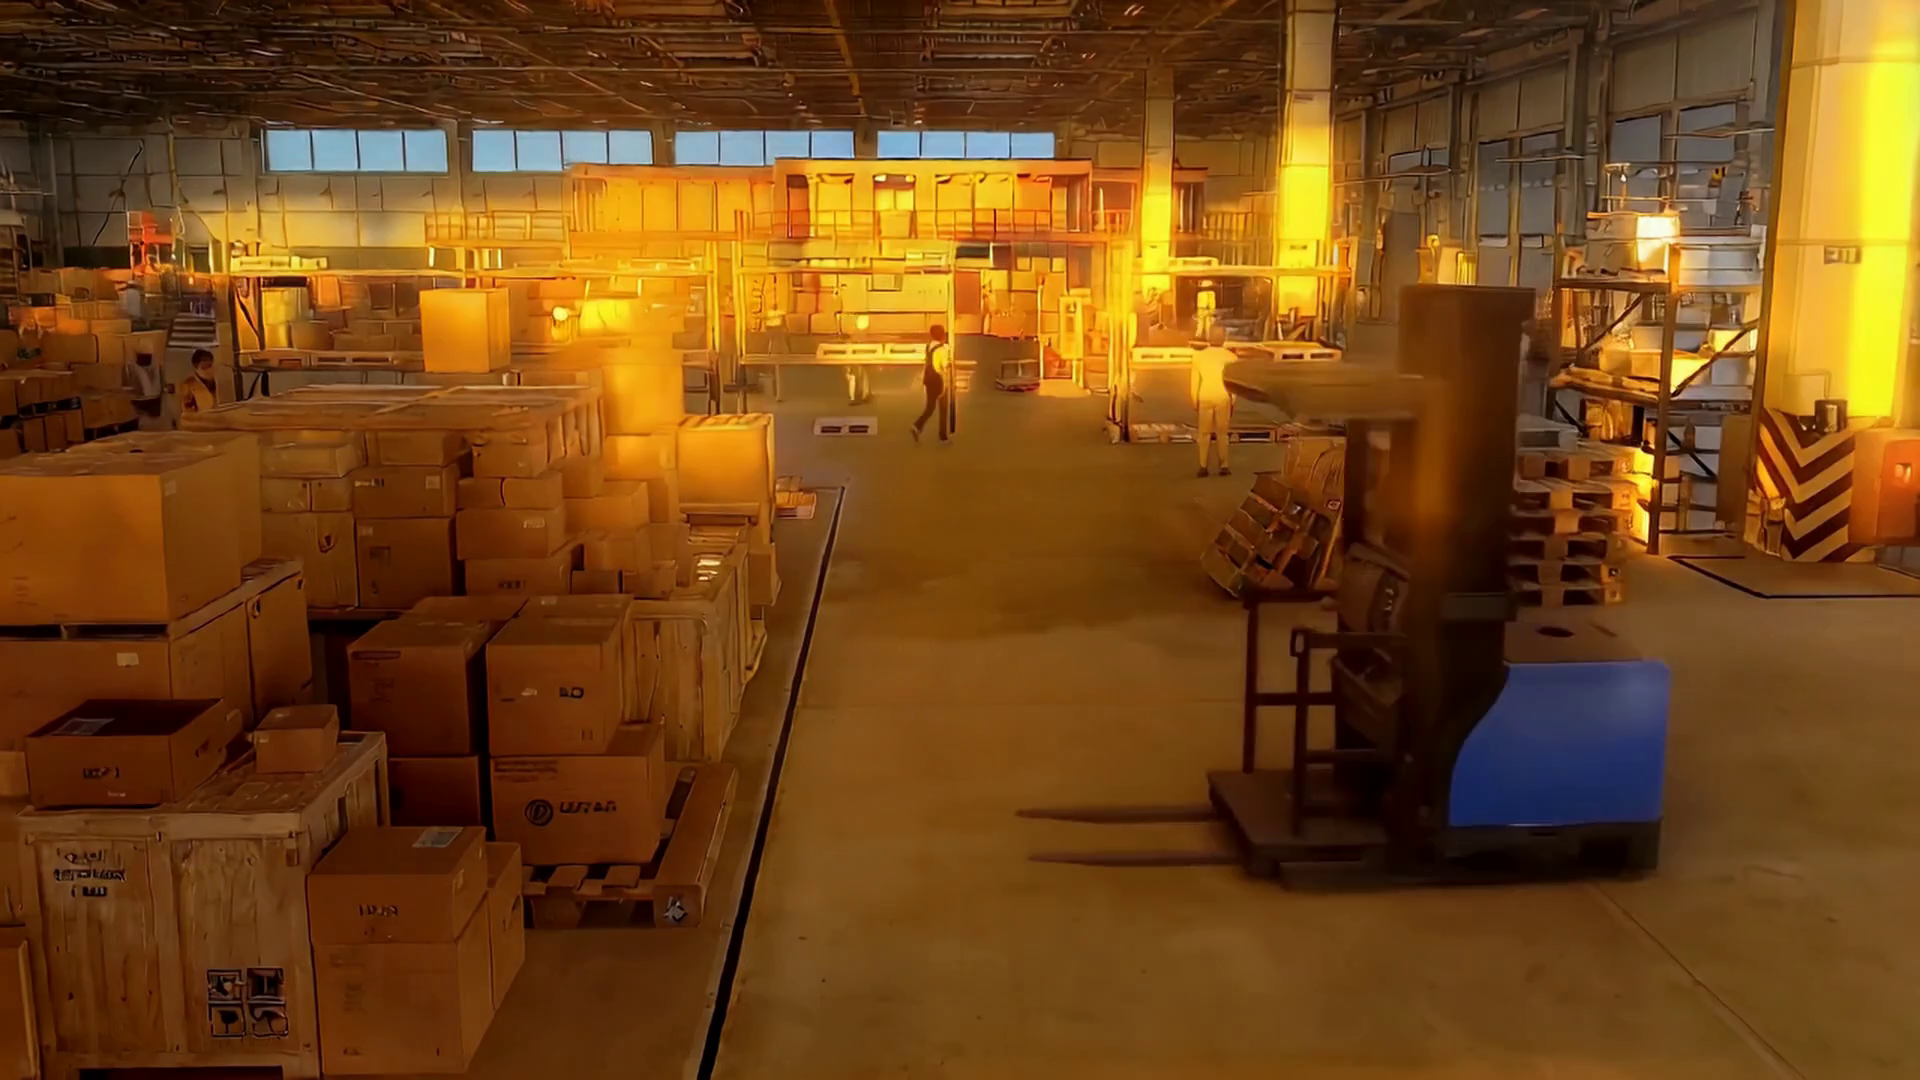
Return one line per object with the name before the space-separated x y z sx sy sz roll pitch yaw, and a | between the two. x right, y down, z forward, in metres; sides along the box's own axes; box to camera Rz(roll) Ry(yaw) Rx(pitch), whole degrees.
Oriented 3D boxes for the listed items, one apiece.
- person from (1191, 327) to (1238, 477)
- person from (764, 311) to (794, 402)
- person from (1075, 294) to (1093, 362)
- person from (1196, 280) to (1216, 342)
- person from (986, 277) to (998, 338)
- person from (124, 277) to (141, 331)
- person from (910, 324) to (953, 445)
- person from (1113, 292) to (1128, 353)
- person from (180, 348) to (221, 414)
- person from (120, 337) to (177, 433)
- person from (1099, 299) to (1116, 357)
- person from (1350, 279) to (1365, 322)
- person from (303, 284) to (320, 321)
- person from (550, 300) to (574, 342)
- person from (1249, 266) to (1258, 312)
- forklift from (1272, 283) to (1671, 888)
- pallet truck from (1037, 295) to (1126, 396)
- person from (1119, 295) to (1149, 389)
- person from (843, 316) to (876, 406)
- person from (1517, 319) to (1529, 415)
person | 3.301 -1.780 21.534 0.629 1.937 0.373 5 11 27
person | -3.444 -3.490 31.653 0.539 1.713 0.911 0 10 1
person | 3.133 -5.334 41.963 0.491 1.716 0.464 9 13 40
person | 7.086 -6.506 47.867 0.632 1.927 0.470 10 14 43
person | 1.012 -7.314 52.392 0.379 1.931 0.624 4 11 19
person | -23.693 -6.496 47.572 0.446 2.019 0.636 2 10 11
person | -0.406 -2.297 24.713 0.636 1.827 0.527 -10 14 -43
person | 3.469 -4.535 36.940 0.581 1.919 0.394 -3 11 -19
person | -8.073 -1.094 17.771 0.395 1.913 0.590 1 10 7
person | -10.079 -1.577 20.558 1.019 1.891 0.555 6 12 32
person | 3.133 -4.132 34.898 0.429 1.844 0.627 1 10 7
person | 11.965 -6.869 49.977 0.569 1.896 0.930 9 14 41
person | -17.973 -6.116 45.892 0.541 1.864 0.403 -5 11 -26
person | -7.573 -3.585 31.607 0.584 1.928 0.374 9 13 40
person | 12.791 -10.842 71.918 0.617 1.975 0.597 8 13 39
forklift | 2.384 0.159 8.097 1.873 2.768 1.129 -1 10 -3
pallet truck | 2.483 -3.881 33.060 1.885 1.965 0.823 -7 13 -36
person | 3.607 -4.095 34.452 0.622 1.926 1.109 1 10 3
person | -1.878 -3.308 30.819 0.620 1.661 0.340 0 10 1
person | 8.600 -2.579 26.021 0.679 1.920 0.550 -7 12 -33
